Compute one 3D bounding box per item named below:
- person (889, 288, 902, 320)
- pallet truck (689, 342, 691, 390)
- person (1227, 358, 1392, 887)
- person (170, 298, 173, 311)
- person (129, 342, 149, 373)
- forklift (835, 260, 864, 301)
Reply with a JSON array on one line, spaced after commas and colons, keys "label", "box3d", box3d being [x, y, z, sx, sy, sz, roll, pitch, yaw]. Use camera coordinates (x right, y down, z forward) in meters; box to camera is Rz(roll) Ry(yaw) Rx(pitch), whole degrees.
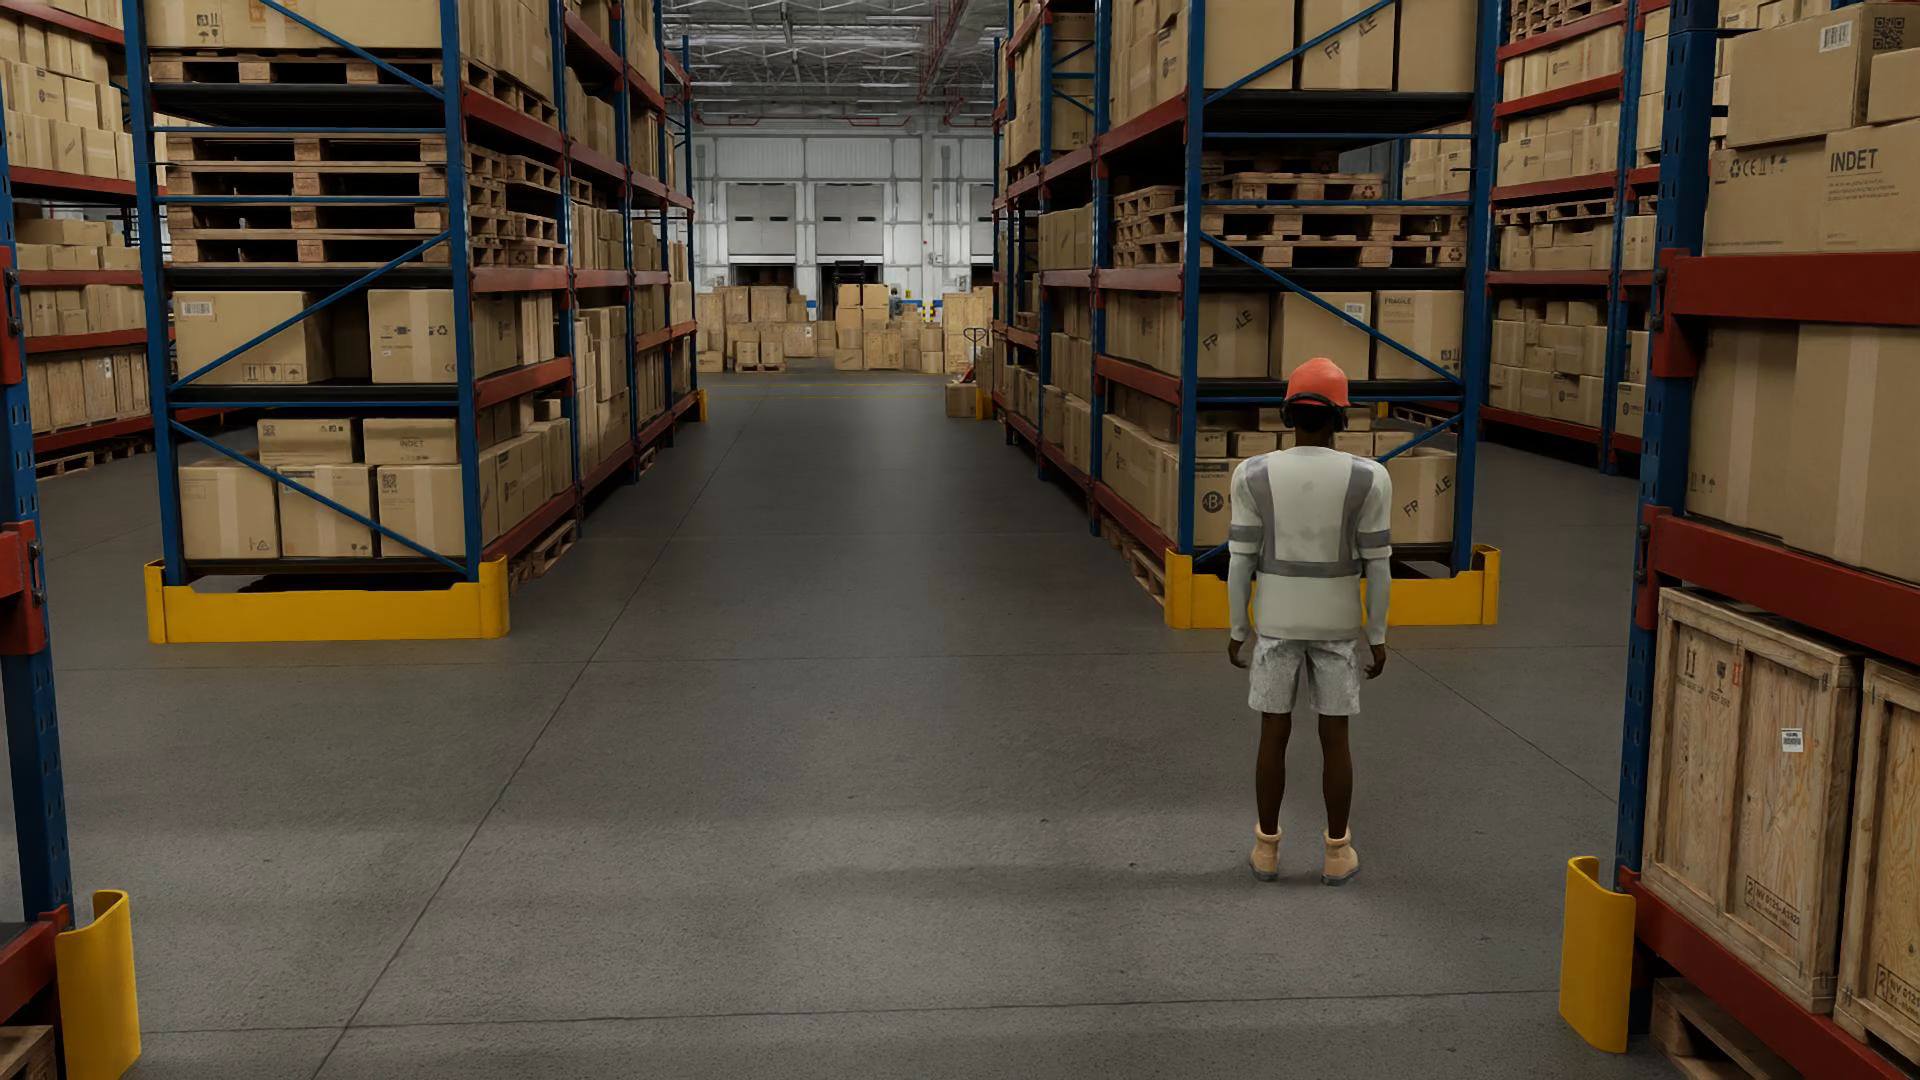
[{"label": "person", "box3d": [-2.315, -7.829, 57.980, 0.634, 1.930, 0.384, 3, 10, 19]}, {"label": "pallet truck", "box3d": [-5.225, -3.008, 27.480, 1.885, 1.965, 0.823, 2, 9, 14]}, {"label": "person", "box3d": [1.345, 0.320, 6.442, 0.615, 2.041, 0.376, 2, 9, 14]}, {"label": "person", "box3d": [-27.485, -7.853, 58.210, 0.731, 1.898, 0.593, -9, 13, -44]}, {"label": "person", "box3d": [-13.648, -3.083, 27.971, 0.623, 1.987, 0.394, -1, 9, -8]}, {"label": "forklift", "box3d": [-3.500, -7.489, 52.851, 1.129, 2.768, 1.873, -1, 9, -4]}]
